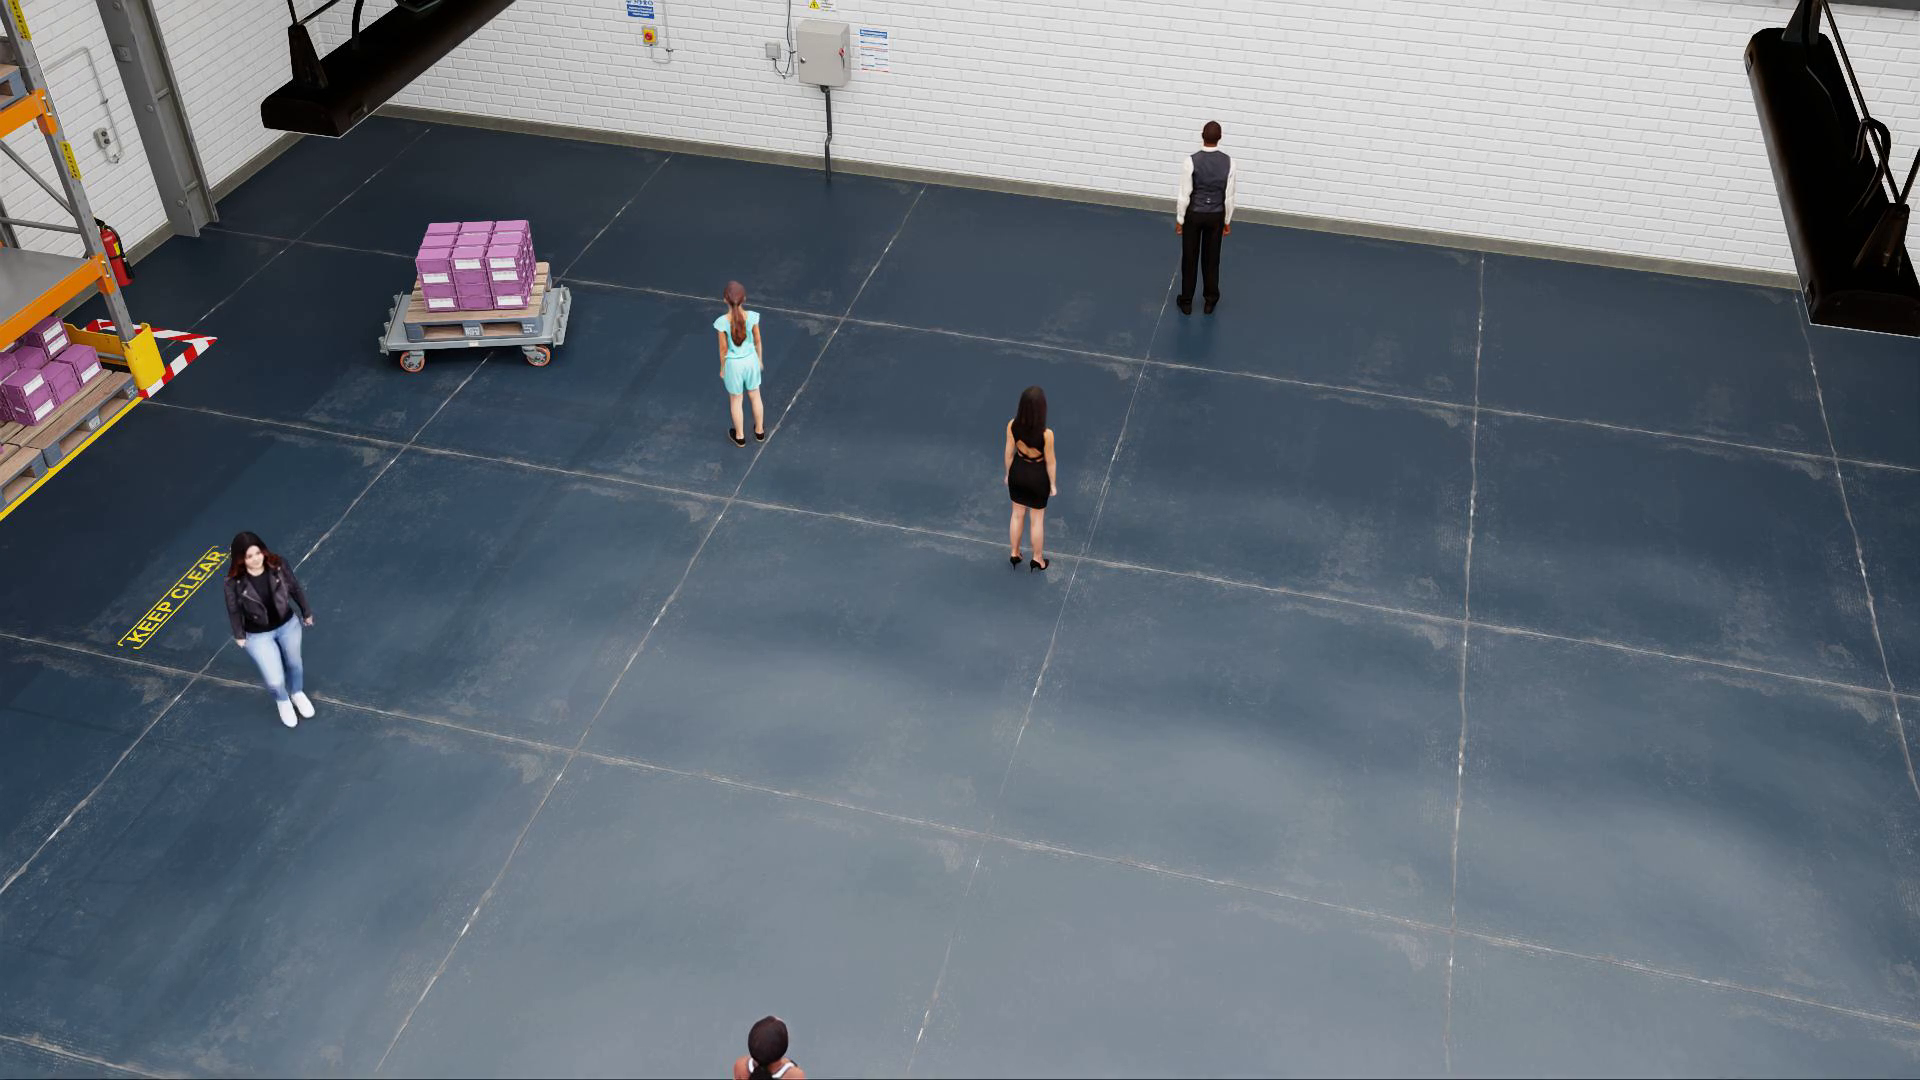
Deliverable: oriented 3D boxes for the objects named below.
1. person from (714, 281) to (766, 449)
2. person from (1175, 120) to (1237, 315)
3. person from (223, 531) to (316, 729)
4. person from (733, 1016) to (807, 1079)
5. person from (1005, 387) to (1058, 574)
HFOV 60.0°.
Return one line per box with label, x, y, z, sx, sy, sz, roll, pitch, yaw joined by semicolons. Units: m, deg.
person;-1.848;-1.494;14.028;0.649;1.558;0.697;-15;41;-18
person;2.294;-3.029;15.663;0.757;1.917;0.679;0;39;-1
person;-4.749;0.570;11.394;0.733;1.621;0.830;-28;47;-31
person;-0.898;2.971;8.281;0.563;1.754;0.508;12;40;14
person;0.525;-0.444;12.643;0.612;1.648;0.544;17;42;20
